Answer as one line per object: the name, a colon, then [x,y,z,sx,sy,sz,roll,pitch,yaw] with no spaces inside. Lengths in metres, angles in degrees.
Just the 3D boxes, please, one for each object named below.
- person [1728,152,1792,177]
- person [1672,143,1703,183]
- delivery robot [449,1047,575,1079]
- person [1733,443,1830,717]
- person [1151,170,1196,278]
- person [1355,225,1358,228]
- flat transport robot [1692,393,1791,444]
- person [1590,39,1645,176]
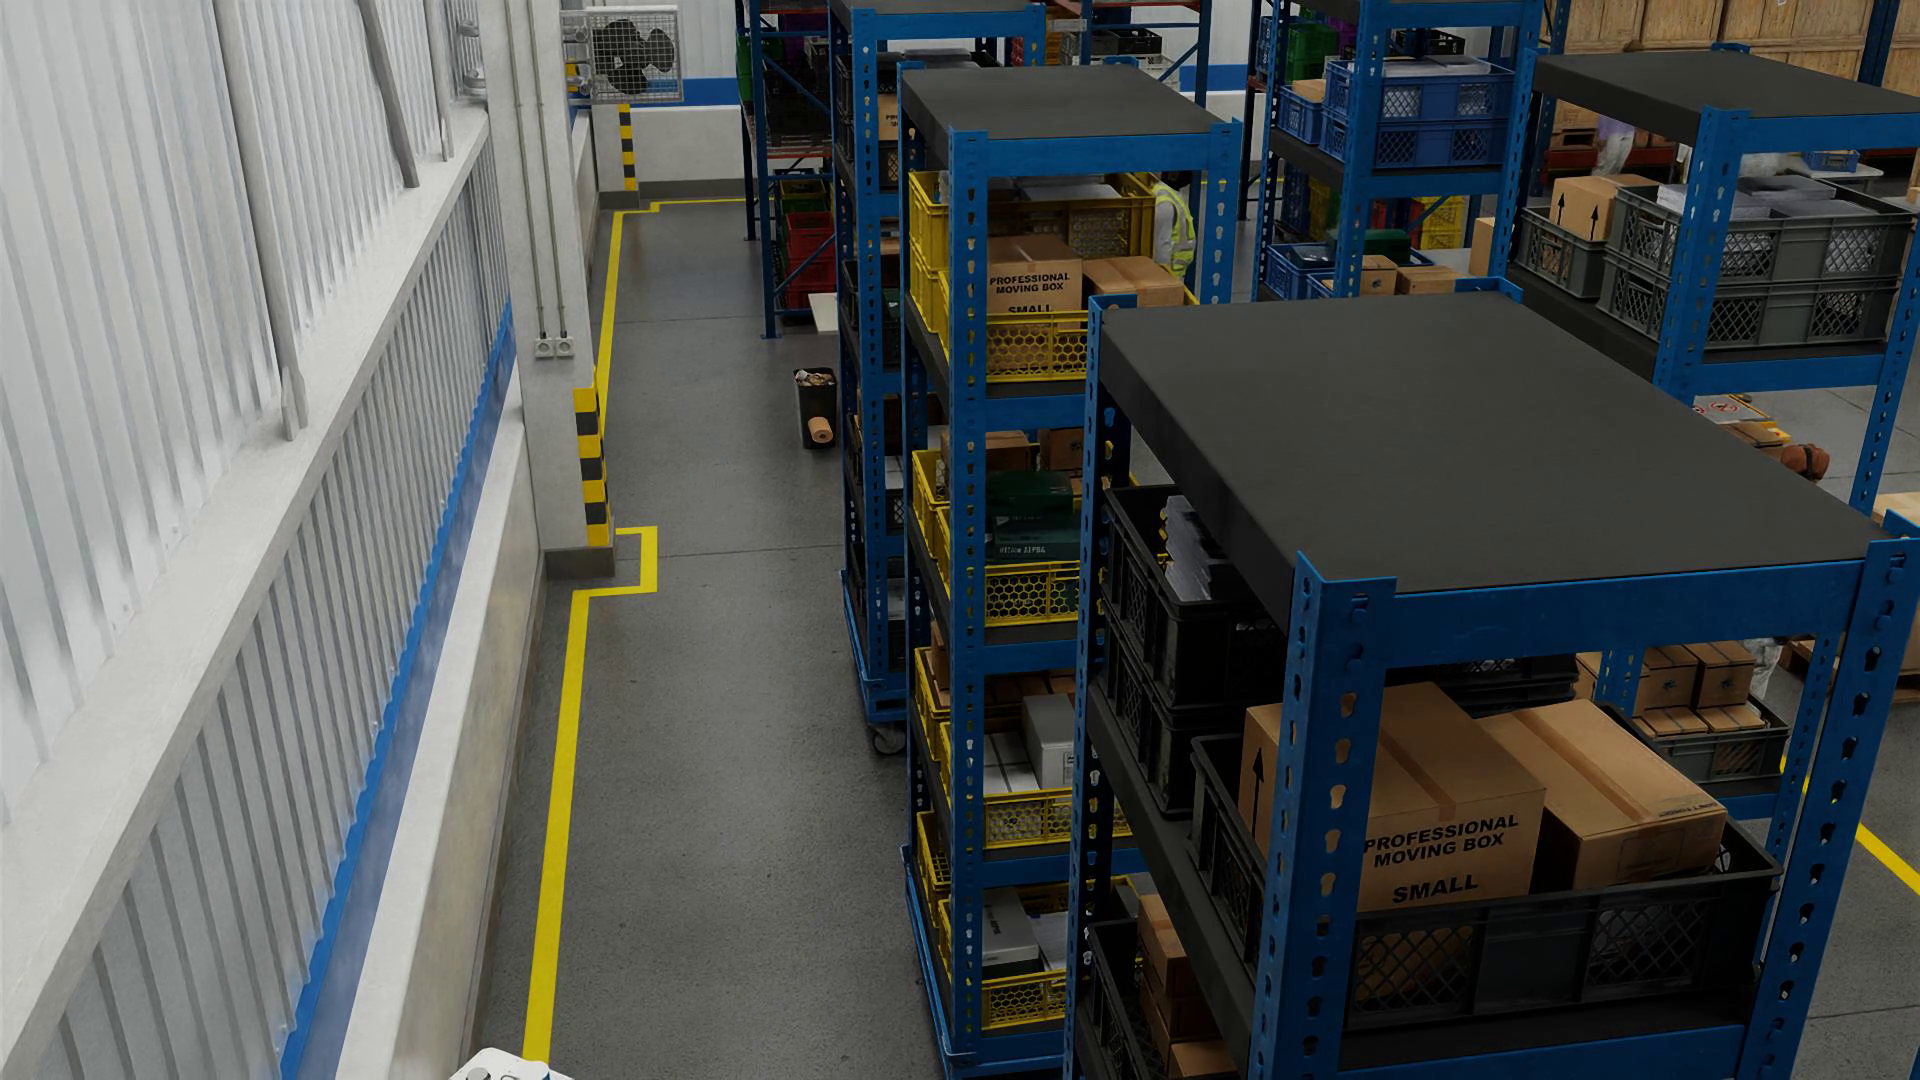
person: [6.985,-2.918,14.765,0.554,1.826,0.866,10,26,20]
person: [7.500,-3.874,16.773,0.572,1.883,0.355,-3,25,-5]
delivery robot: [-1.402,1.960,5.559,0.707,0.478,0.477,12,27,24]
person: [3.858,0.302,7.994,0.310,1.631,0.508,-2,25,-4]
person: [1.624,-2.132,13.048,0.429,1.836,0.631,4,25,9]
person: [2.369,-1.095,10.661,0.645,1.928,1.025,3,25,7]
flat transport robot: [5.224,-0.859,12.132,1.431,0.197,0.652,-4,25,-8]
person: [6.994,-4.333,17.703,0.635,1.937,0.352,-18,30,-34]
